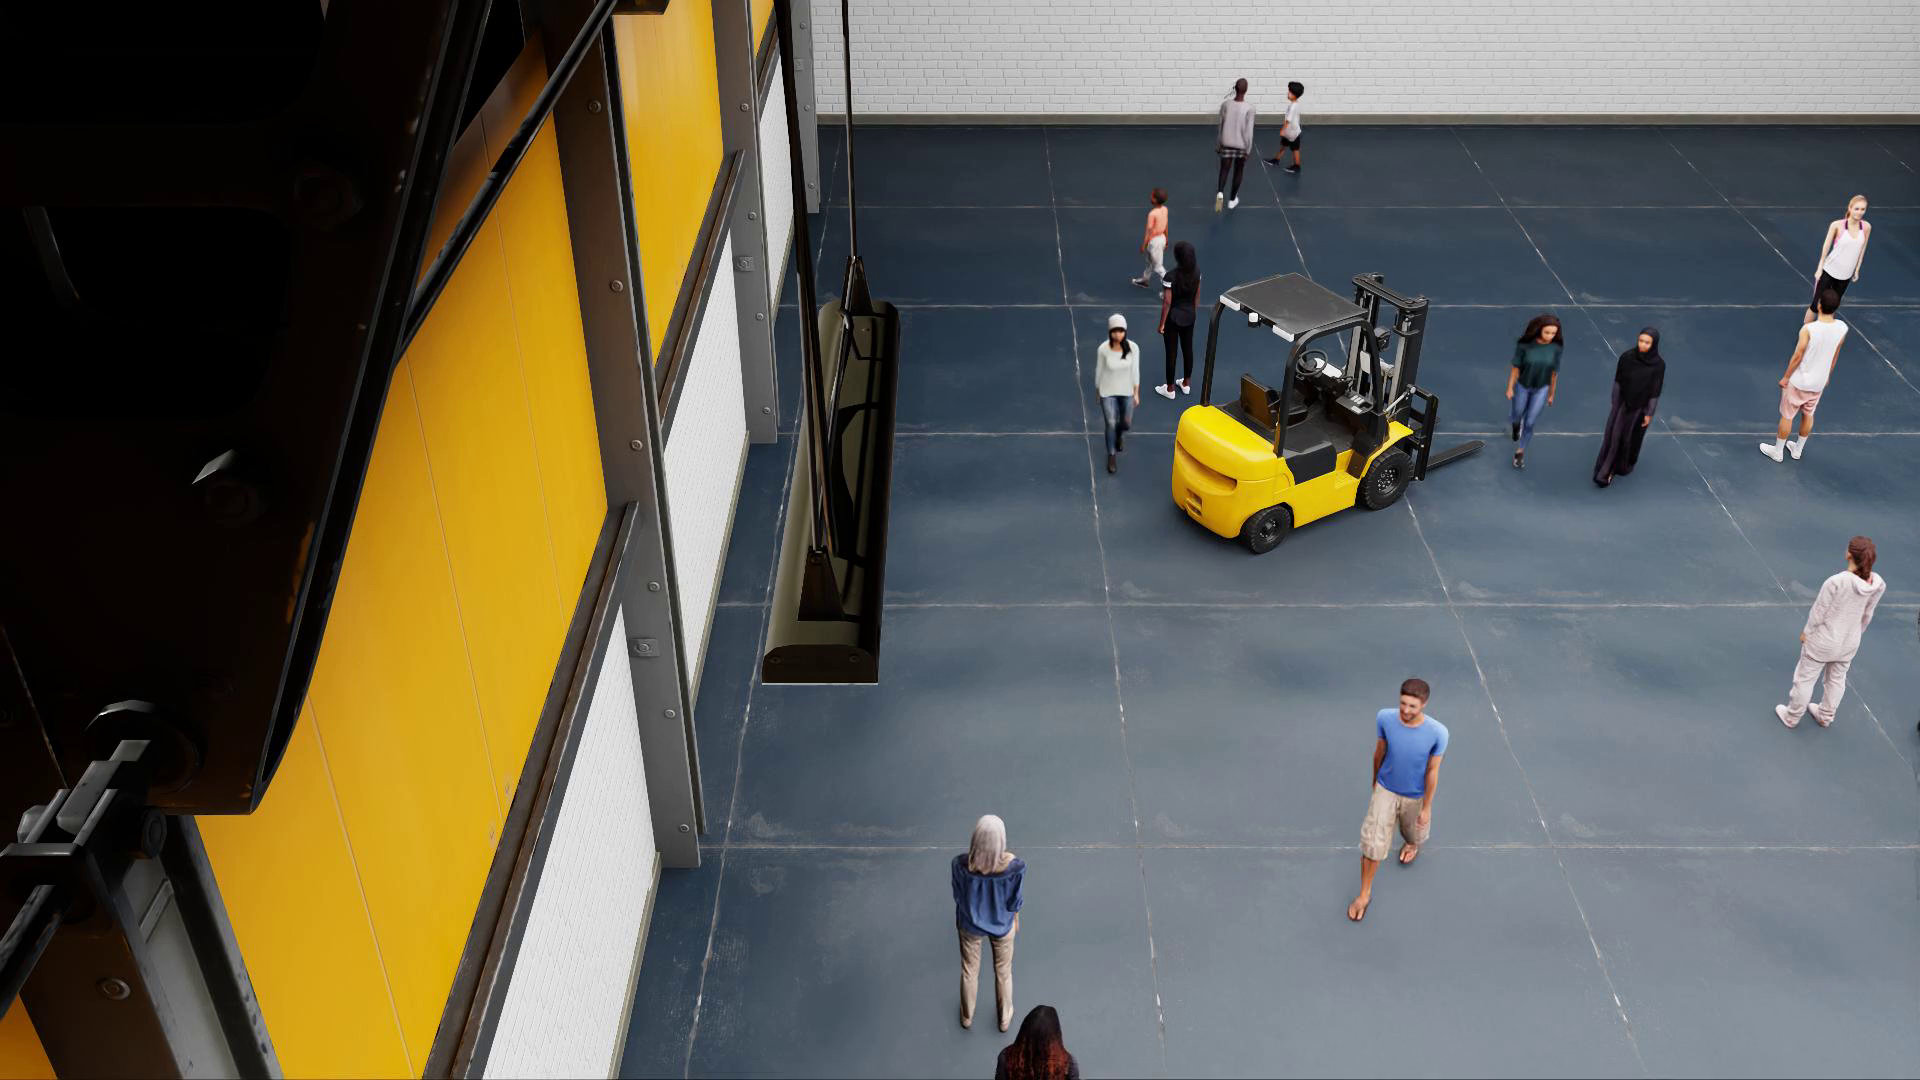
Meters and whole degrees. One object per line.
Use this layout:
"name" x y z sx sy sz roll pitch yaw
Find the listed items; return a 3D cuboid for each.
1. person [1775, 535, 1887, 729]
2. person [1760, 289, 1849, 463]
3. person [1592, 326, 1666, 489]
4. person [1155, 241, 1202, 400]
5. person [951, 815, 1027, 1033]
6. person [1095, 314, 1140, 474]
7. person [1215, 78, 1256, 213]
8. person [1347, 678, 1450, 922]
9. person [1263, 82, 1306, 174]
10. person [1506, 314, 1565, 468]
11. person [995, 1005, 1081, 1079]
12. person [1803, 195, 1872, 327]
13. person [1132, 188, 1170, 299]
"person" 6.722 0.734 12.768 0.635 1.688 0.572 -2 34 -3
"person" 8.242 -1.585 16.166 0.665 1.789 0.605 -4 34 -6
"person" 6.480 -1.318 15.920 0.916 1.616 1.096 18 38 25
"person" 2.282 -2.302 17.285 0.702 1.743 0.714 -15 37 -22
"person" 0.162 2.378 10.286 0.597 1.697 0.548 0 34 0
"person" 1.517 -1.462 16.120 0.585 1.634 0.728 -1 34 -1
"person" 3.500 -5.048 21.407 0.861 1.754 1.069 14 36 20
"person" 3.024 1.648 11.254 0.990 1.841 1.282 15 36 21
"person" 4.606 -5.619 22.733 0.687 1.236 0.755 10 35 14
"person" 5.569 -1.509 16.220 0.723 1.601 0.881 7 34 11
"person" 0.414 3.236 9.064 0.701 1.621 0.773 2 34 3
"person" 9.569 -2.921 18.177 0.610 1.788 0.526 2 34 3
"person" 2.344 -3.461 19.429 0.916 1.299 0.882 26 41 33
